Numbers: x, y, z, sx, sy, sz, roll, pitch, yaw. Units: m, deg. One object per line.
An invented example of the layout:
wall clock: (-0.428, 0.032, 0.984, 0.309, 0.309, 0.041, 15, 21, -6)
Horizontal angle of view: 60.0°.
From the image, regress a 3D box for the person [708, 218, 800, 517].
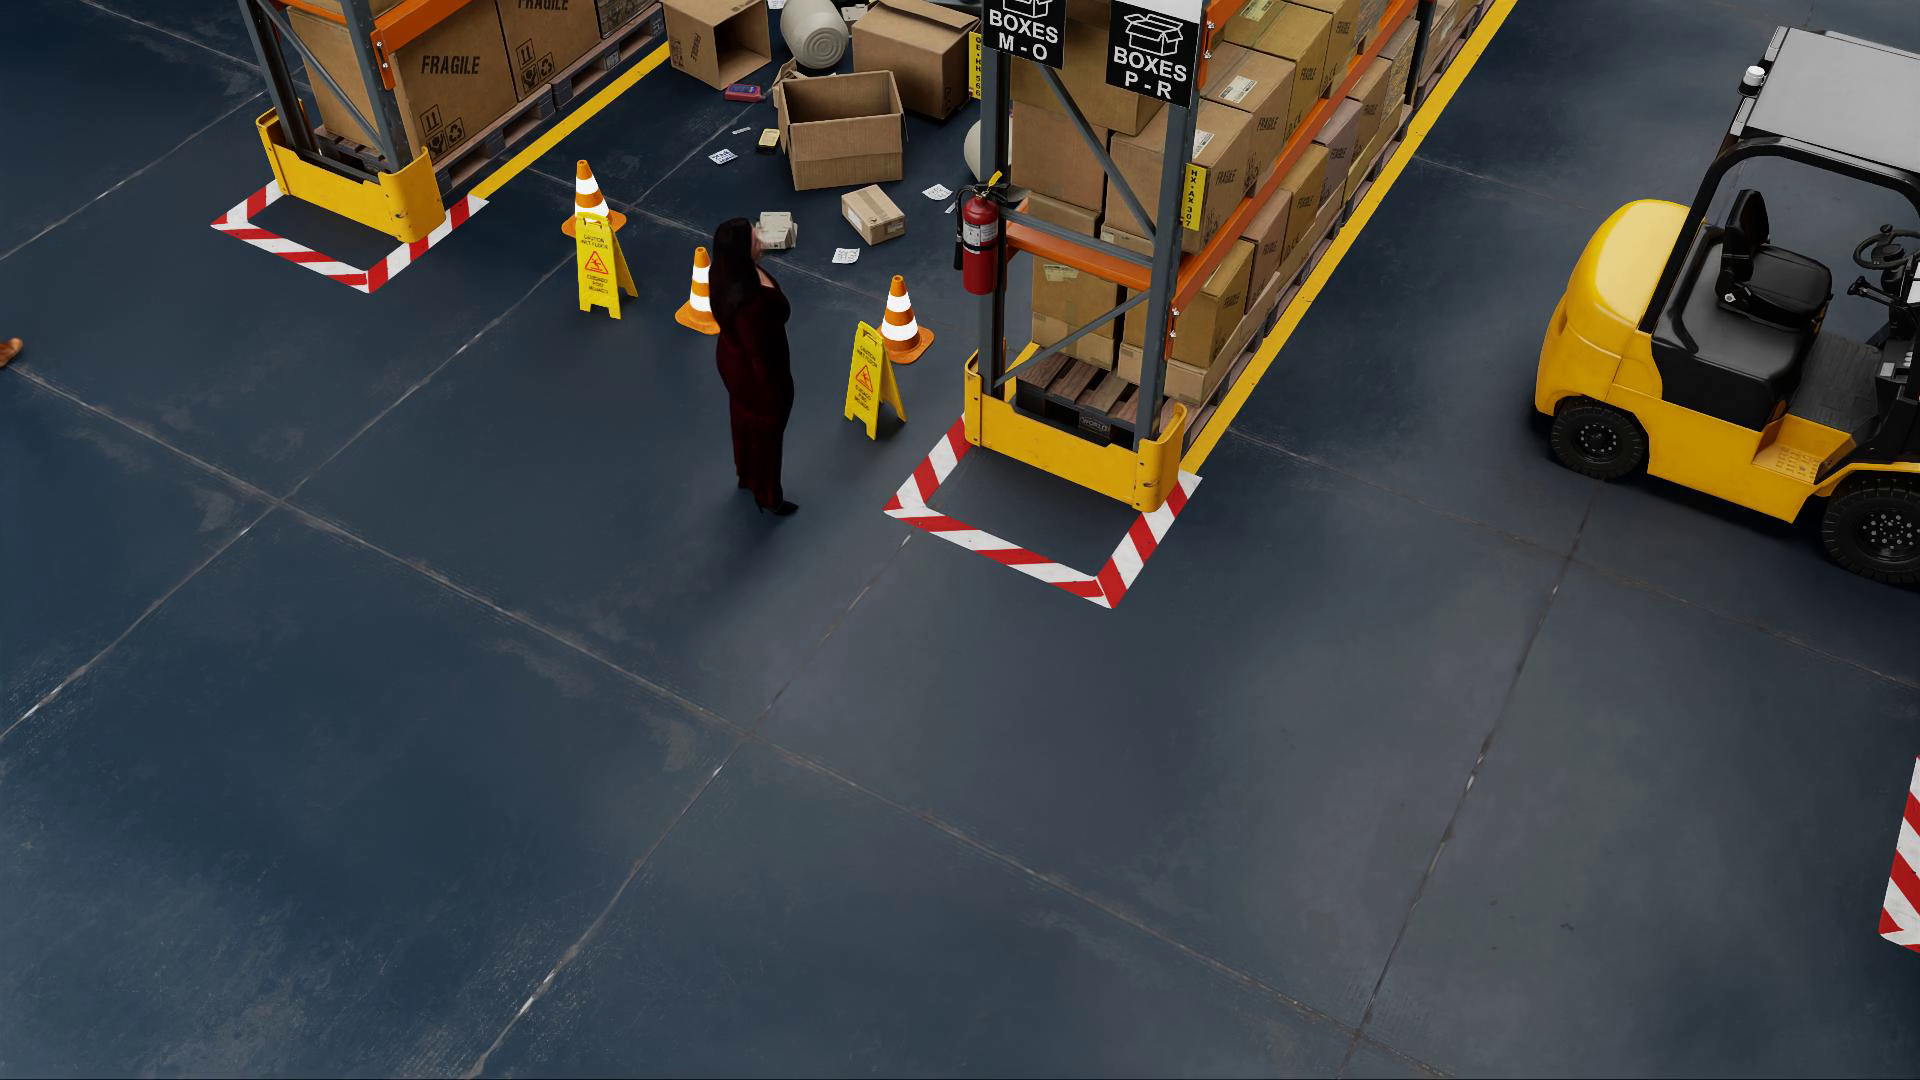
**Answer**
person: (-1.022, -0.840, 8.150, 0.790, 1.757, 0.762, -19, 50, -16)
